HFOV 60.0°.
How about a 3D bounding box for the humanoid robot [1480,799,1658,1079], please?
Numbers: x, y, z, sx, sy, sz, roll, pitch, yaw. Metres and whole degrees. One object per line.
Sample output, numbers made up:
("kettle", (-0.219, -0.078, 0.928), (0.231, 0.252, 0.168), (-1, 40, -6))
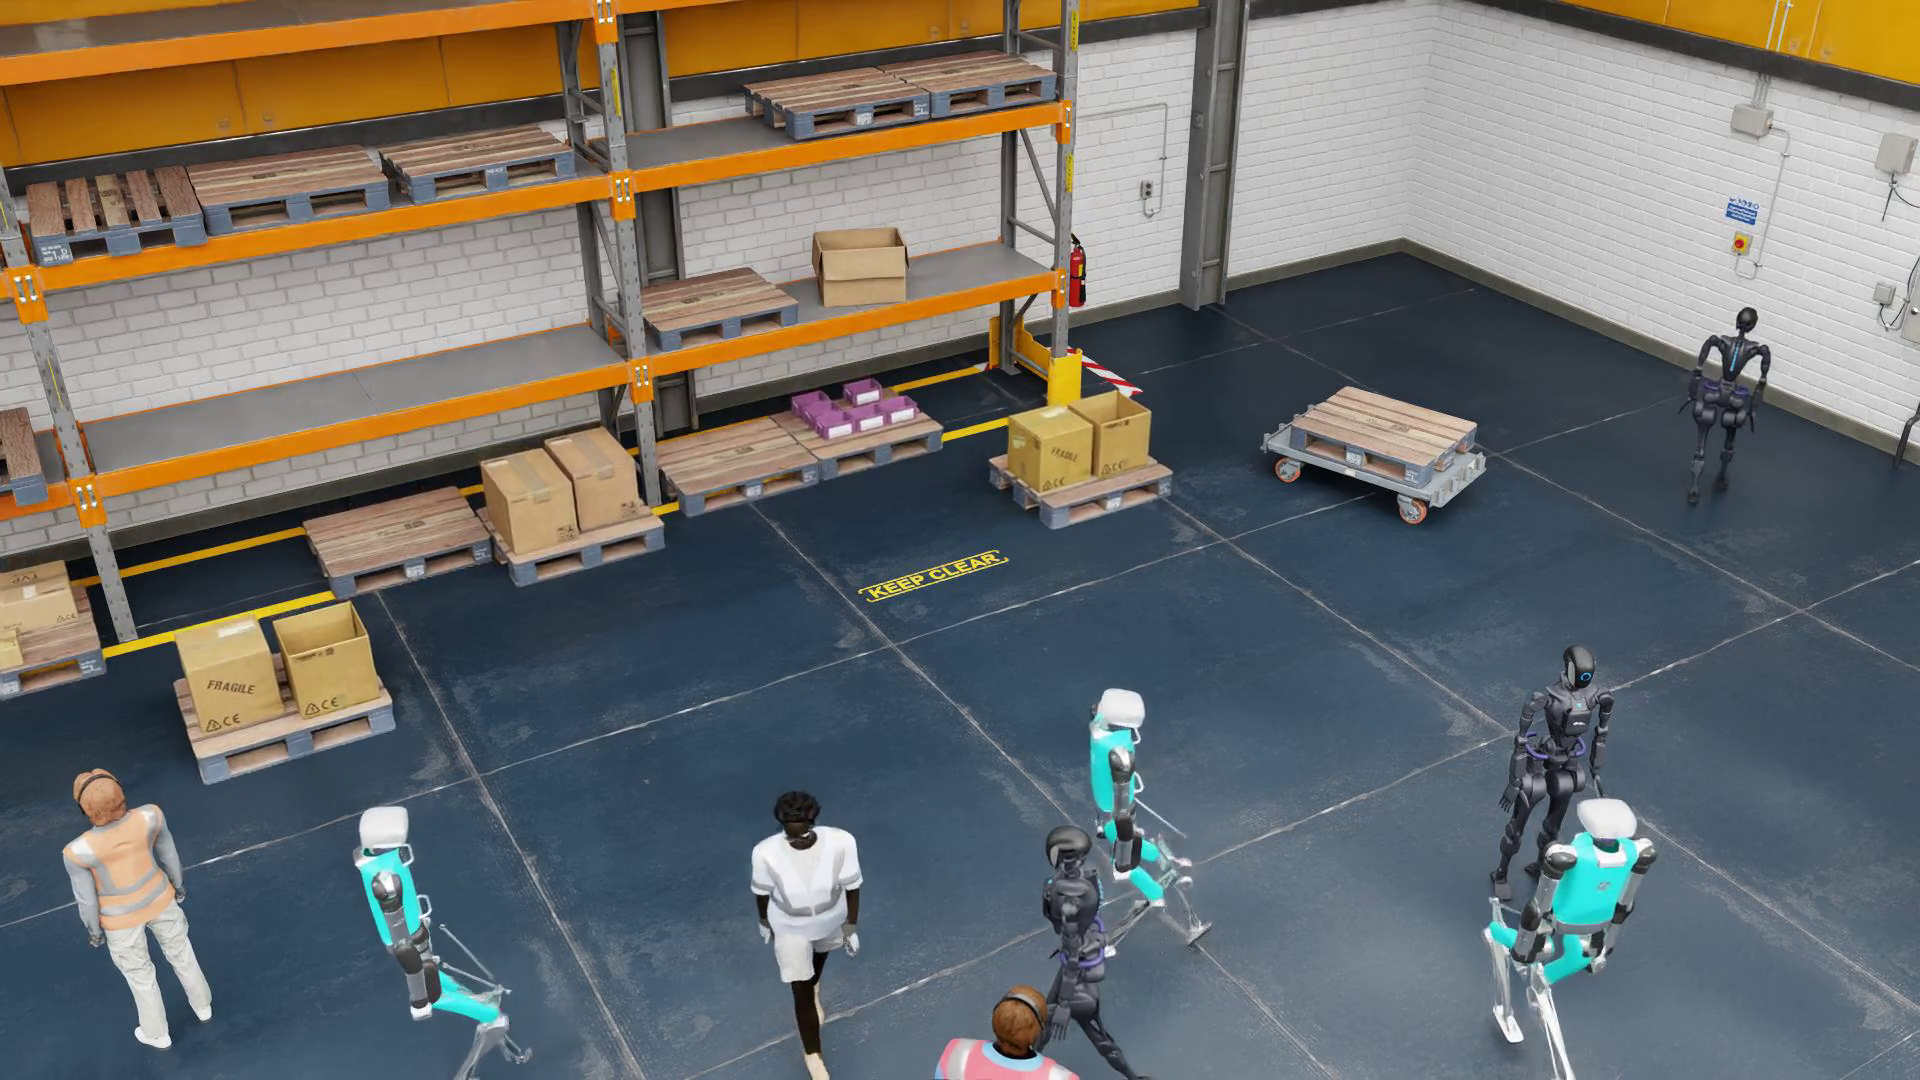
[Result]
("humanoid robot", (2.896, 1.890, 8.130), (0.554, 1.751, 0.933), (-4, 30, -8))

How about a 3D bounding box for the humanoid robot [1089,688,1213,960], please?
("humanoid robot", (1.083, 1.535, 8.795), (0.944, 1.786, 0.530), (-4, 30, -8))

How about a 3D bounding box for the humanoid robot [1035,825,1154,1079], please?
("humanoid robot", (0.578, 2.053, 7.969), (0.792, 1.629, 0.601), (2, 30, 4))

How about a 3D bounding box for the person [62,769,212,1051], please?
("person", (-4.111, 1.846, 8.311), (0.308, 1.638, 0.522), (21, 36, 32))

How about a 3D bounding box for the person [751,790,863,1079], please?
("person", (-0.724, 1.924, 8.155), (0.530, 1.644, 0.864), (-9, 31, -15))

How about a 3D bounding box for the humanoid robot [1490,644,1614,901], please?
("humanoid robot", (3.304, 1.288, 9.248), (0.599, 1.657, 0.315), (-5, 30, -8))

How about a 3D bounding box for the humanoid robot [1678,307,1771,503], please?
("humanoid robot", (6.219, -1.140, 13.581), (0.600, 1.638, 0.688), (13, 32, 22))

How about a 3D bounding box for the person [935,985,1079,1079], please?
("person", (0.215, 2.564, 6.853), (0.628, 1.836, 0.431), (10, 31, 18))

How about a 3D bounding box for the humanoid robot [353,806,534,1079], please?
("humanoid robot", (-2.384, 2.024, 8.005), (0.766, 1.893, 0.551), (-12, 32, -21))
